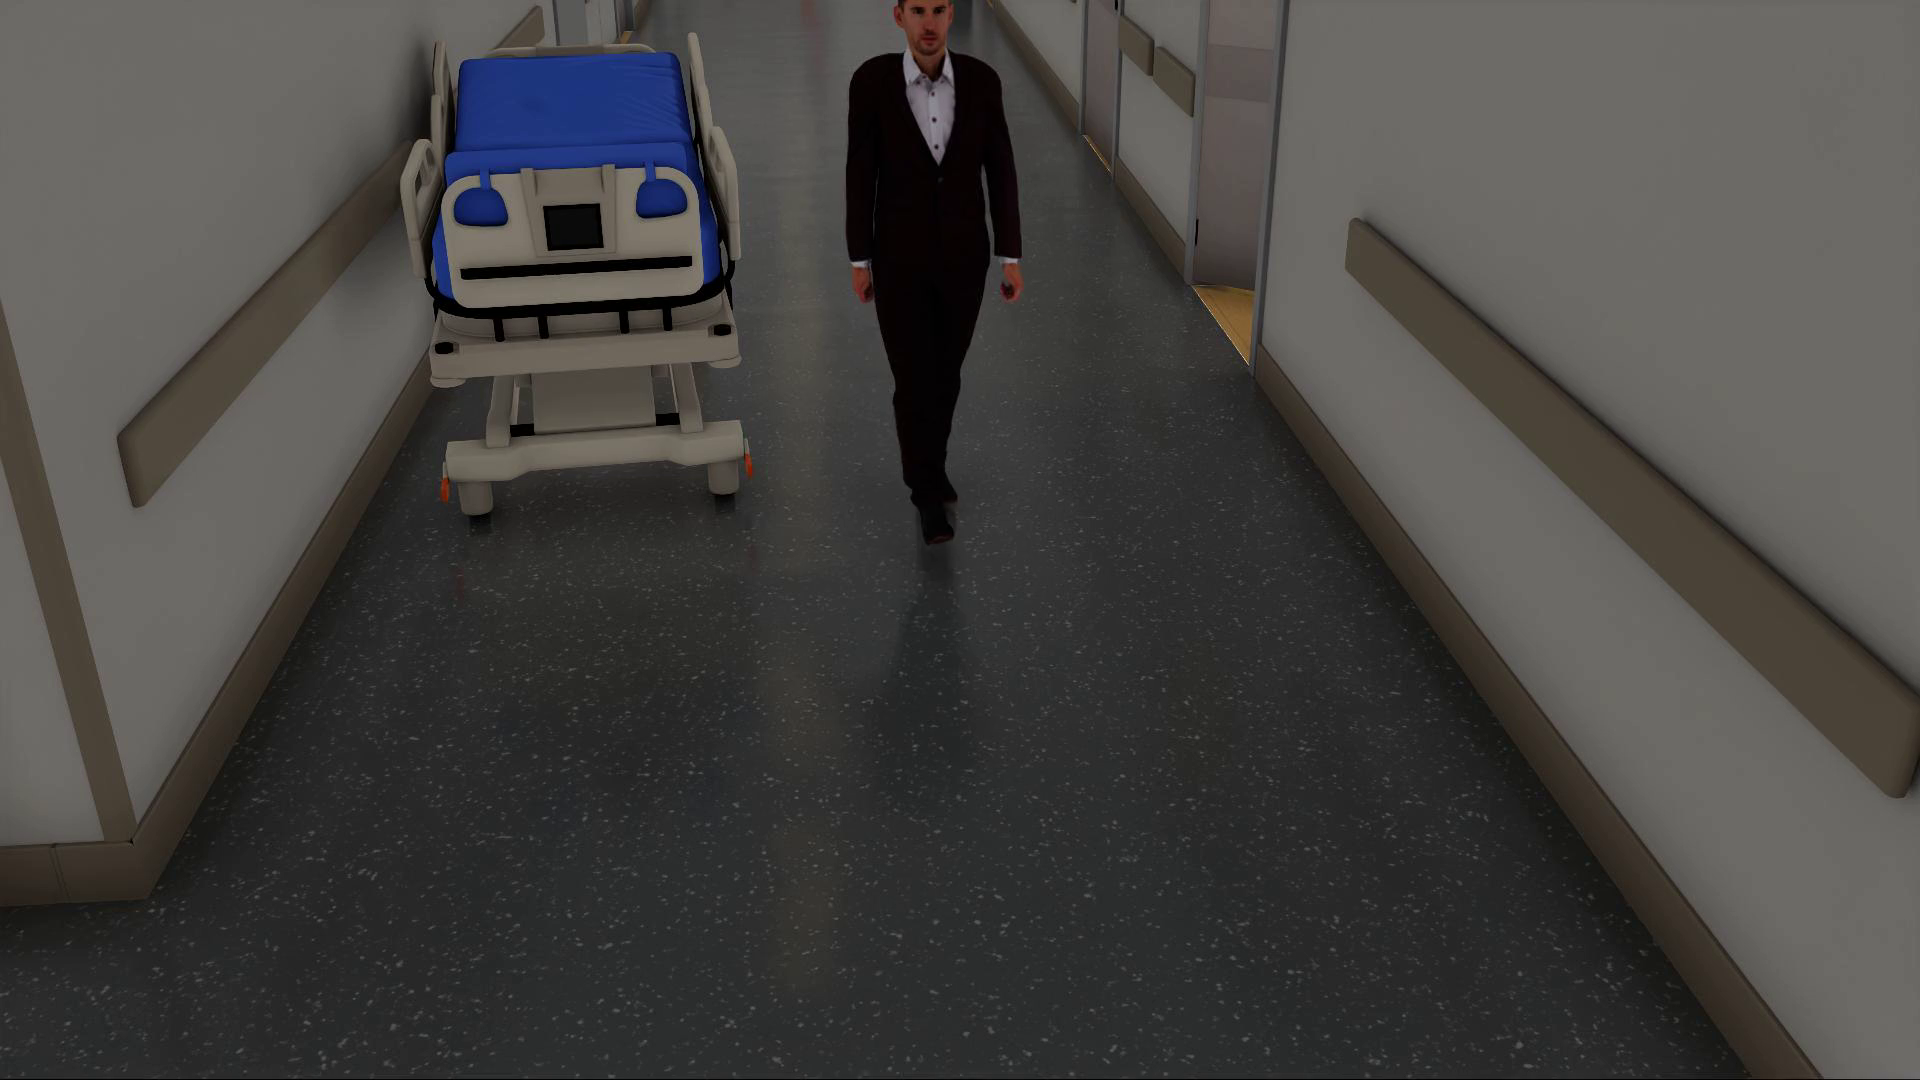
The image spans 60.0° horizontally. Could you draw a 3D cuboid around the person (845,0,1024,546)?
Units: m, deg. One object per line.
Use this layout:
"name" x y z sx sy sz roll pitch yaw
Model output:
"person" -0.114 -0.958 5.538 1.065 1.833 0.871 -7 27 -13
